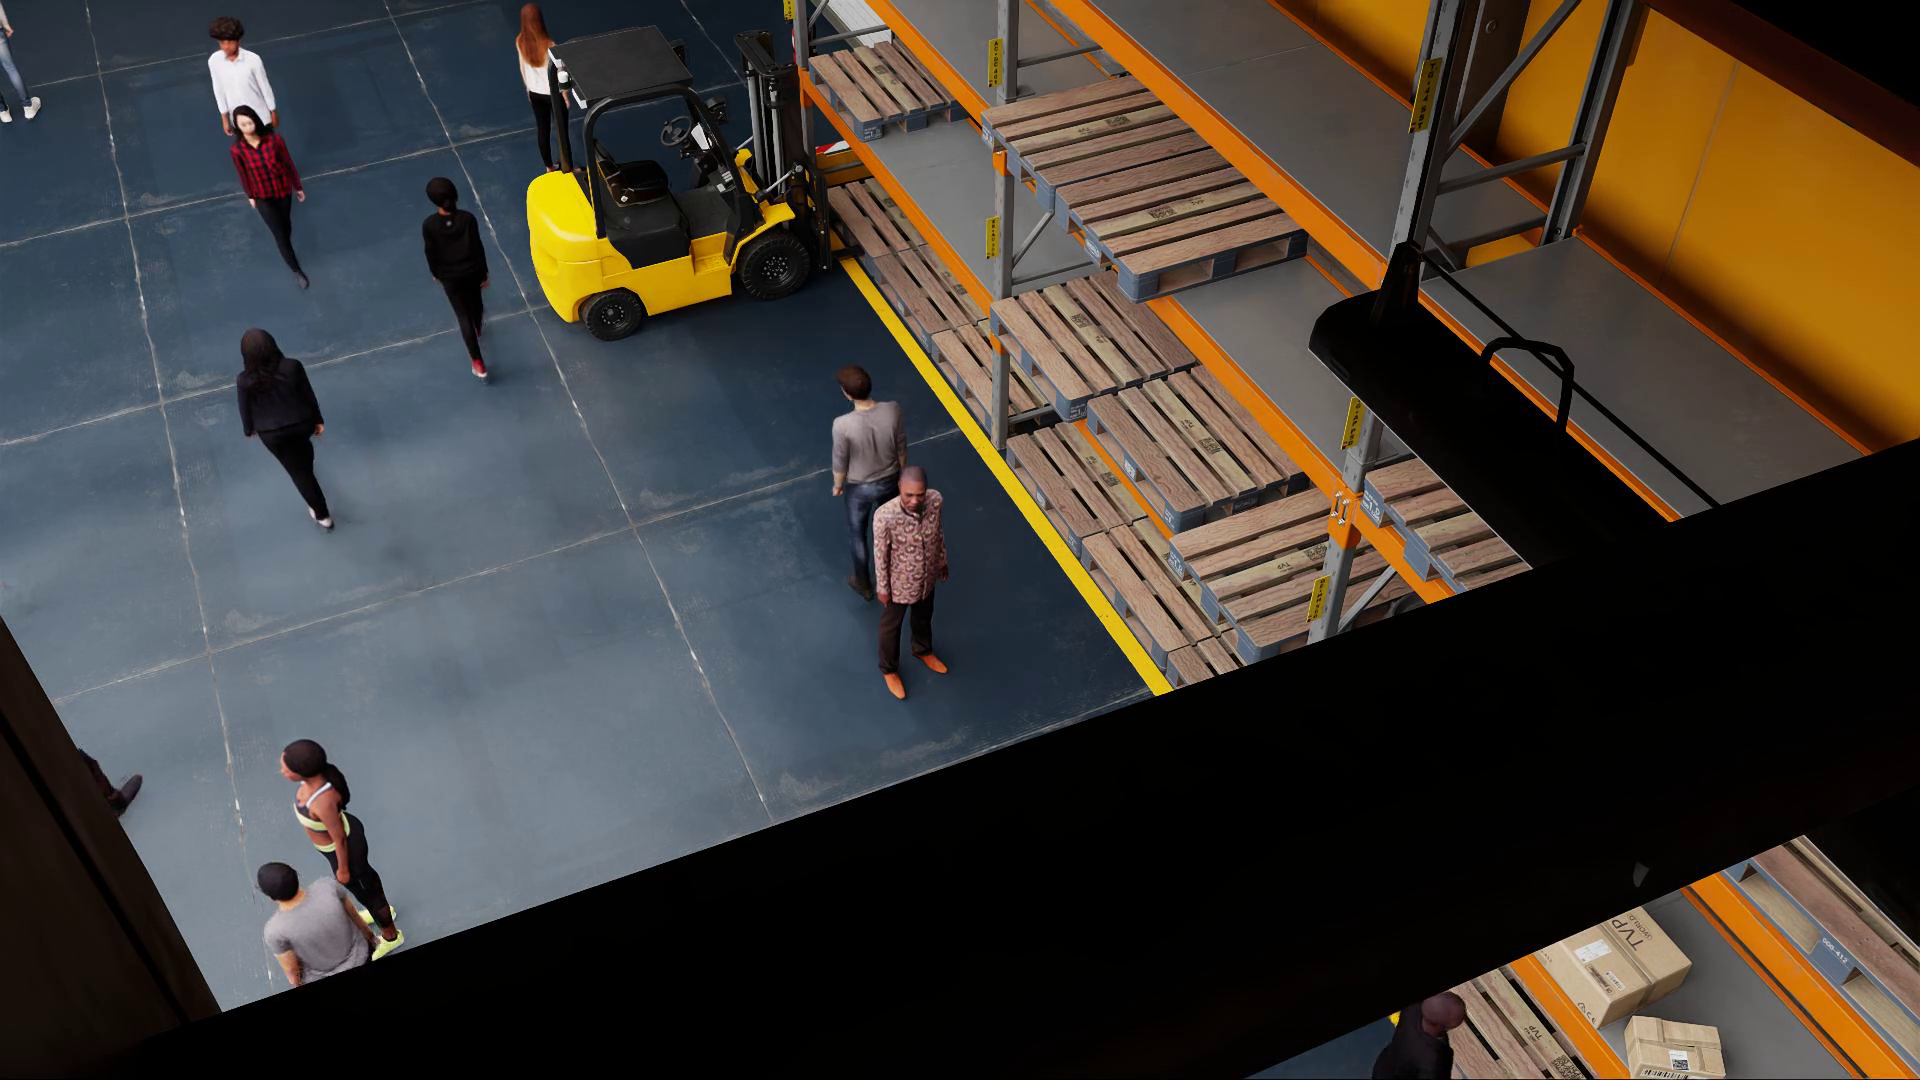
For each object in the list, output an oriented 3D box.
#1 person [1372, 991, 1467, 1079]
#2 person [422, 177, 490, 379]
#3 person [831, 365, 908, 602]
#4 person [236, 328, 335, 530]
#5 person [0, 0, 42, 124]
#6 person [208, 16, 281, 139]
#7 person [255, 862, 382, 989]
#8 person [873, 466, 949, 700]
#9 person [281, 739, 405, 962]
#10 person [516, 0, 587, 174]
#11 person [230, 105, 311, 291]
[{"bbox_3d":[2.131,2.709,8.074,0.811,1.751,0.687,-3,44,-3],"label":"person"},{"bbox_3d":[-3.929,-2.052,13.153,0.601,1.638,1.099,-17,46,-17],"label":"person"},{"bbox_3d":[-0.604,-0.383,11.215,0.709,1.895,0.653,-11,45,-12],"label":"person"},{"bbox_3d":[-4.750,-0.747,11.831,0.837,1.572,1.115,-31,52,-28],"label":"person"},{"bbox_3d":[-9.445,-4.929,16.017,0.665,1.853,0.562,-16,46,-16],"label":"person"},{"bbox_3d":[-6.380,-3.868,14.953,0.896,1.786,1.121,-2,44,-2],"label":"person"},{"bbox_3d":[-3.176,2.230,8.585,0.887,1.739,0.822,32,52,29],"label":"person"},{"bbox_3d":[-0.327,0.211,10.655,0.714,1.807,0.651,-26,49,-25],"label":"person"},{"bbox_3d":[-3.382,1.678,9.152,0.605,1.755,0.437,-18,46,-18],"label":"person"},{"bbox_3d":[-3.787,-4.083,15.224,0.637,1.722,0.702,15,46,15],"label":"person"},{"bbox_3d":[-5.871,-2.984,14.145,0.698,1.620,1.064,-25,49,-24],"label":"person"}]
